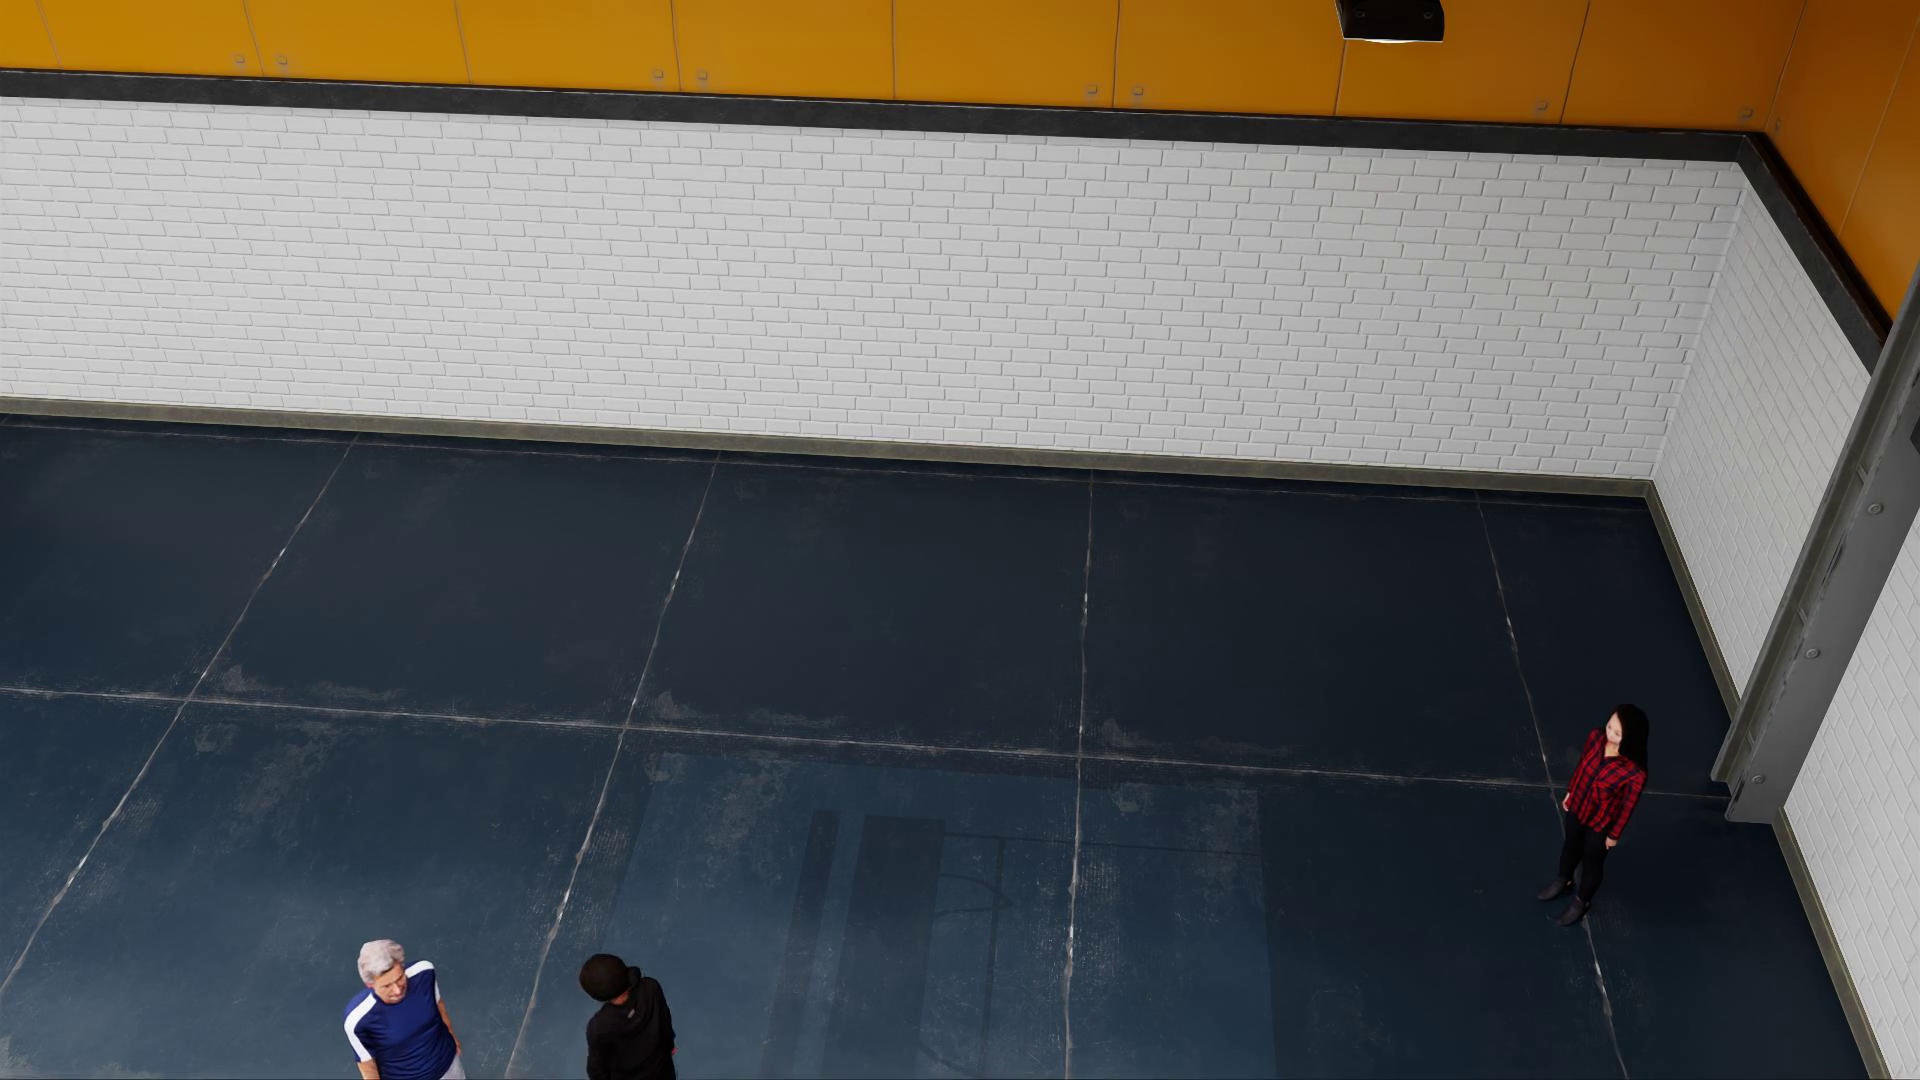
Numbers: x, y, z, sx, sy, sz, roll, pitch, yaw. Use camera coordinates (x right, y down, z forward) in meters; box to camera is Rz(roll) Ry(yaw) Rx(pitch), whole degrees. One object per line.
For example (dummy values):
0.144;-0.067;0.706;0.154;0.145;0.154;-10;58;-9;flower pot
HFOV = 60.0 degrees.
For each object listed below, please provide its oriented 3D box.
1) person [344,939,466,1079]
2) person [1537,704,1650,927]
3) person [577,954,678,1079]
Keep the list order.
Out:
-2.598;2.505;7.930;0.774;1.836;0.663;26;45;29;person
3.581;1.514;9.319;0.715;1.652;0.597;-15;41;-18;person
-1.524;2.579;7.989;0.836;1.647;0.906;-23;44;-26;person
